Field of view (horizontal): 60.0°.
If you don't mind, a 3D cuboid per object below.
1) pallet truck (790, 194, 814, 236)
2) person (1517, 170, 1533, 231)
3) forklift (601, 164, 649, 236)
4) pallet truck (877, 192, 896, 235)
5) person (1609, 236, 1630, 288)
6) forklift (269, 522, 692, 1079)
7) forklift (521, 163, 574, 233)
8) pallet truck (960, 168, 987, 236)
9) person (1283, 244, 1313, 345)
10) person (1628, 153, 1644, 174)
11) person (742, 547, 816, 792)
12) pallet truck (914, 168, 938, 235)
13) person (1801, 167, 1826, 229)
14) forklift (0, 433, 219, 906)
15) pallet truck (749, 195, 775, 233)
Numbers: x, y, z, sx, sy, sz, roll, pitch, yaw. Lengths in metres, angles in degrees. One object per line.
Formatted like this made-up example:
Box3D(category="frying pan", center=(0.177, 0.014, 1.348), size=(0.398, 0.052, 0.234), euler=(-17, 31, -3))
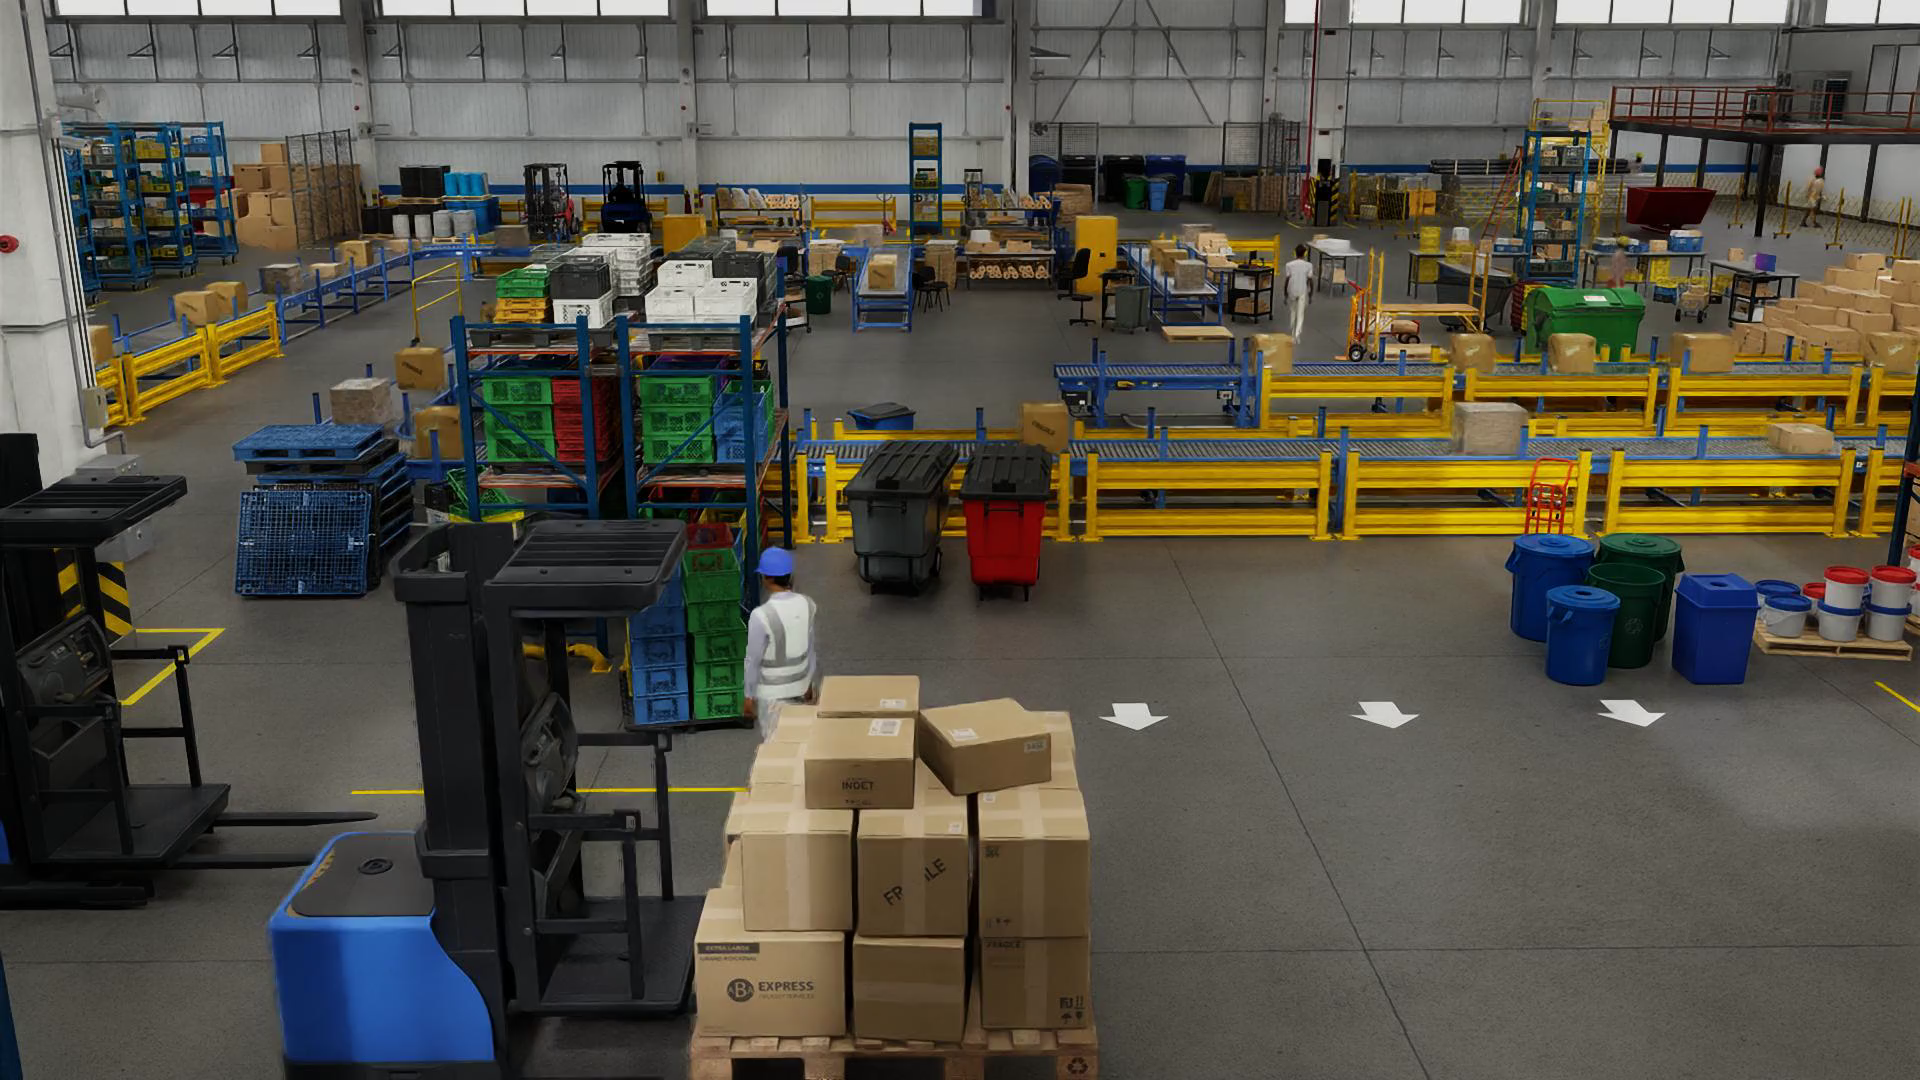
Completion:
Box3D(category="pallet truck", center=(-4.814, -9.883, 50.259), size=(0.704, 1.261, 1.522), euler=(-1, 16, -3))
Box3D(category="person", center=(17.378, -10.407, 51.026), size=(0.575, 1.883, 0.356), euler=(0, 16, 1))
Box3D(category="forklift", center=(-9.948, -10.127, 49.296), size=(1.157, 1.987, 2.680), euler=(-1, 16, -3))
Box3D(category="pallet truck", center=(-2.277, -9.986, 50.594), size=(0.653, 1.274, 1.630), euler=(0, 16, -1))
Box3D(category="person", center=(13.042, -5.208, 33.208), size=(0.724, 1.740, 0.523), euler=(14, 21, 40))
Box3D(category="forklift", center=(-2.424, 1.358, 8.355), size=(1.873, 2.768, 1.129), euler=(0, 16, -1))
Box3D(category="forklift", center=(-12.233, -10.122, 49.298), size=(1.157, 1.987, 2.680), euler=(0, 16, -1))
Box3D(category="pallet truck", center=(0.383, -10.230, 50.206), size=(0.823, 1.965, 1.885), euler=(-1, 16, -3))
Box3D(category="person", center=(6.246, -4.540, 30.725), size=(0.528, 1.842, 0.876), euler=(4, 17, 15))
Box3D(category="person", center=(24.558, -13.156, 60.616), size=(0.625, 1.872, 1.006), euler=(-6, 17, -21))
Box3D(category="person", center=(-1.165, 0.994, 11.339), size=(0.853, 1.924, 0.608), euler=(10, 19, 30))
Box3D(category="pallet truck", center=(-0.989, -10.316, 50.507), size=(0.823, 1.965, 1.885), euler=(1, 16, 3))
Box3D(category="person", center=(26.823, -10.740, 52.181), size=(0.559, 1.887, 0.993), euler=(-5, 17, -16))
Box3D(category="forklift", center=(-5.952, 0.780, 10.366), size=(1.873, 2.768, 1.129), euler=(0, 16, -1))
Box3D(category="pallet truck", center=(-6.051, -9.967, 50.660), size=(0.680, 1.201, 1.601), euler=(0, 16, -1))
